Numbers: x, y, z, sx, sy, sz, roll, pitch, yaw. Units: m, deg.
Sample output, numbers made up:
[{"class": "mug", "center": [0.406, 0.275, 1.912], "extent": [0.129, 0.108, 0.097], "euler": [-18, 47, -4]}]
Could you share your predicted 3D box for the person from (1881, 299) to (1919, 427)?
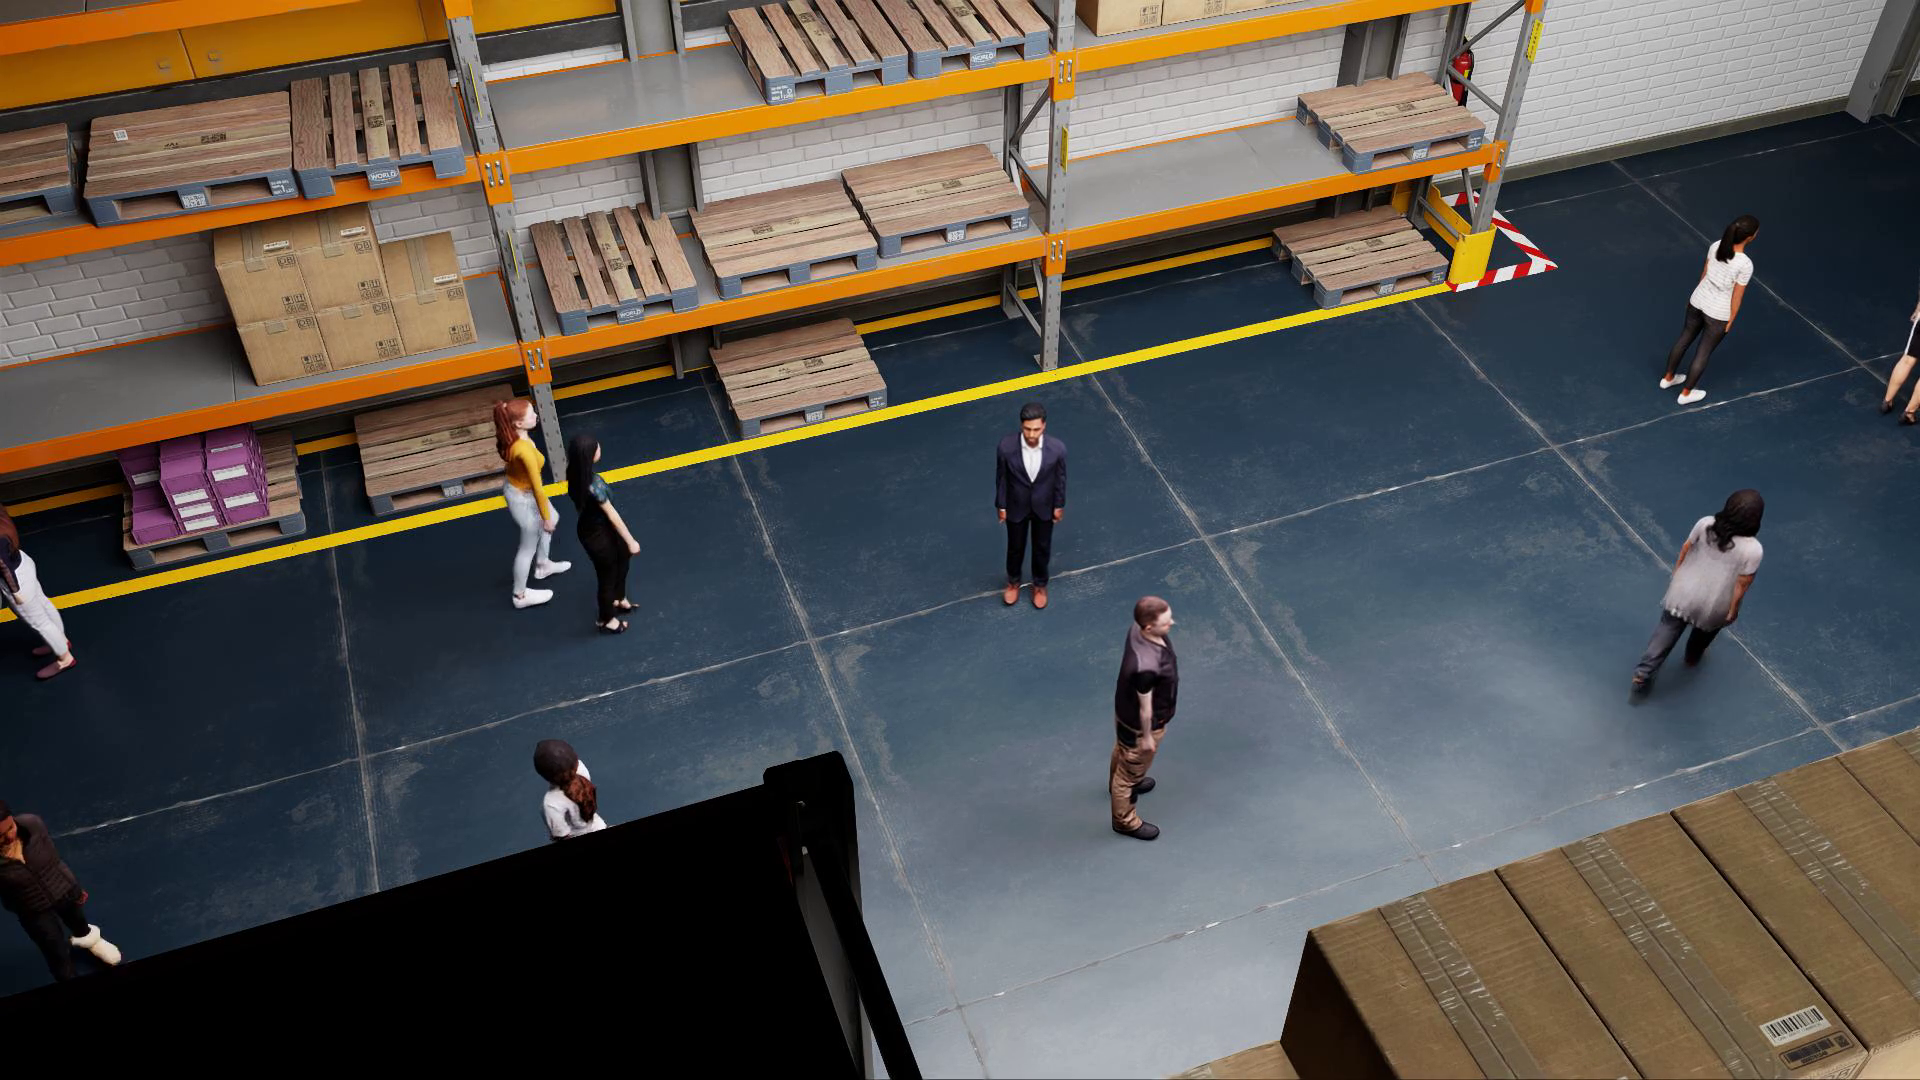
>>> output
[{"class": "person", "center": [7.393, -1.619, 12.551], "extent": [0.641, 1.796, 0.657], "euler": [-28, 50, -26]}]

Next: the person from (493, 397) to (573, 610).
[{"class": "person", "center": [-2.961, -0.231, 11.151], "extent": [0.770, 1.718, 0.668], "euler": [-22, 48, -22]}]

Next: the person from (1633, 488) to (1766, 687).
[{"class": "person", "center": [4.739, 0.344, 10.641], "extent": [0.898, 1.588, 1.102], "euler": [33, 53, 30]}]

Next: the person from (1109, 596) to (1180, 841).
[{"class": "person", "center": [1.051, 0.995, 9.775], "extent": [0.742, 1.841, 0.769], "euler": [3, 44, 3]}]

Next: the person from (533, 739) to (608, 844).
[{"class": "person", "center": [-1.990, 1.714, 9.128], "extent": [1.118, 1.691, 0.956], "euler": [8, 44, 9]}]

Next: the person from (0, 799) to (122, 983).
[{"class": "person", "center": [-4.799, 1.983, 8.877], "extent": [0.922, 1.649, 0.894], "euler": [-4, 44, -4]}]

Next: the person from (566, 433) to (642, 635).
[{"class": "person", "center": [-2.414, 0.020, 10.881], "extent": [0.643, 1.726, 0.630], "euler": [-24, 49, -23]}]

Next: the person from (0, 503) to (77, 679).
[{"class": "person", "center": [-6.118, 0.236, 10.741], "extent": [0.538, 1.607, 0.595], "euler": [-17, 46, -17]}]

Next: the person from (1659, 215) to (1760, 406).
[{"class": "person", "center": [5.798, -1.791, 12.842], "extent": [0.532, 1.644, 0.574], "euler": [-19, 47, -19]}]

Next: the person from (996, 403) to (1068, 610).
[{"class": "person", "center": [0.481, -0.249, 11.165], "extent": [0.604, 1.724, 0.751], "euler": [1, 44, 1]}]
